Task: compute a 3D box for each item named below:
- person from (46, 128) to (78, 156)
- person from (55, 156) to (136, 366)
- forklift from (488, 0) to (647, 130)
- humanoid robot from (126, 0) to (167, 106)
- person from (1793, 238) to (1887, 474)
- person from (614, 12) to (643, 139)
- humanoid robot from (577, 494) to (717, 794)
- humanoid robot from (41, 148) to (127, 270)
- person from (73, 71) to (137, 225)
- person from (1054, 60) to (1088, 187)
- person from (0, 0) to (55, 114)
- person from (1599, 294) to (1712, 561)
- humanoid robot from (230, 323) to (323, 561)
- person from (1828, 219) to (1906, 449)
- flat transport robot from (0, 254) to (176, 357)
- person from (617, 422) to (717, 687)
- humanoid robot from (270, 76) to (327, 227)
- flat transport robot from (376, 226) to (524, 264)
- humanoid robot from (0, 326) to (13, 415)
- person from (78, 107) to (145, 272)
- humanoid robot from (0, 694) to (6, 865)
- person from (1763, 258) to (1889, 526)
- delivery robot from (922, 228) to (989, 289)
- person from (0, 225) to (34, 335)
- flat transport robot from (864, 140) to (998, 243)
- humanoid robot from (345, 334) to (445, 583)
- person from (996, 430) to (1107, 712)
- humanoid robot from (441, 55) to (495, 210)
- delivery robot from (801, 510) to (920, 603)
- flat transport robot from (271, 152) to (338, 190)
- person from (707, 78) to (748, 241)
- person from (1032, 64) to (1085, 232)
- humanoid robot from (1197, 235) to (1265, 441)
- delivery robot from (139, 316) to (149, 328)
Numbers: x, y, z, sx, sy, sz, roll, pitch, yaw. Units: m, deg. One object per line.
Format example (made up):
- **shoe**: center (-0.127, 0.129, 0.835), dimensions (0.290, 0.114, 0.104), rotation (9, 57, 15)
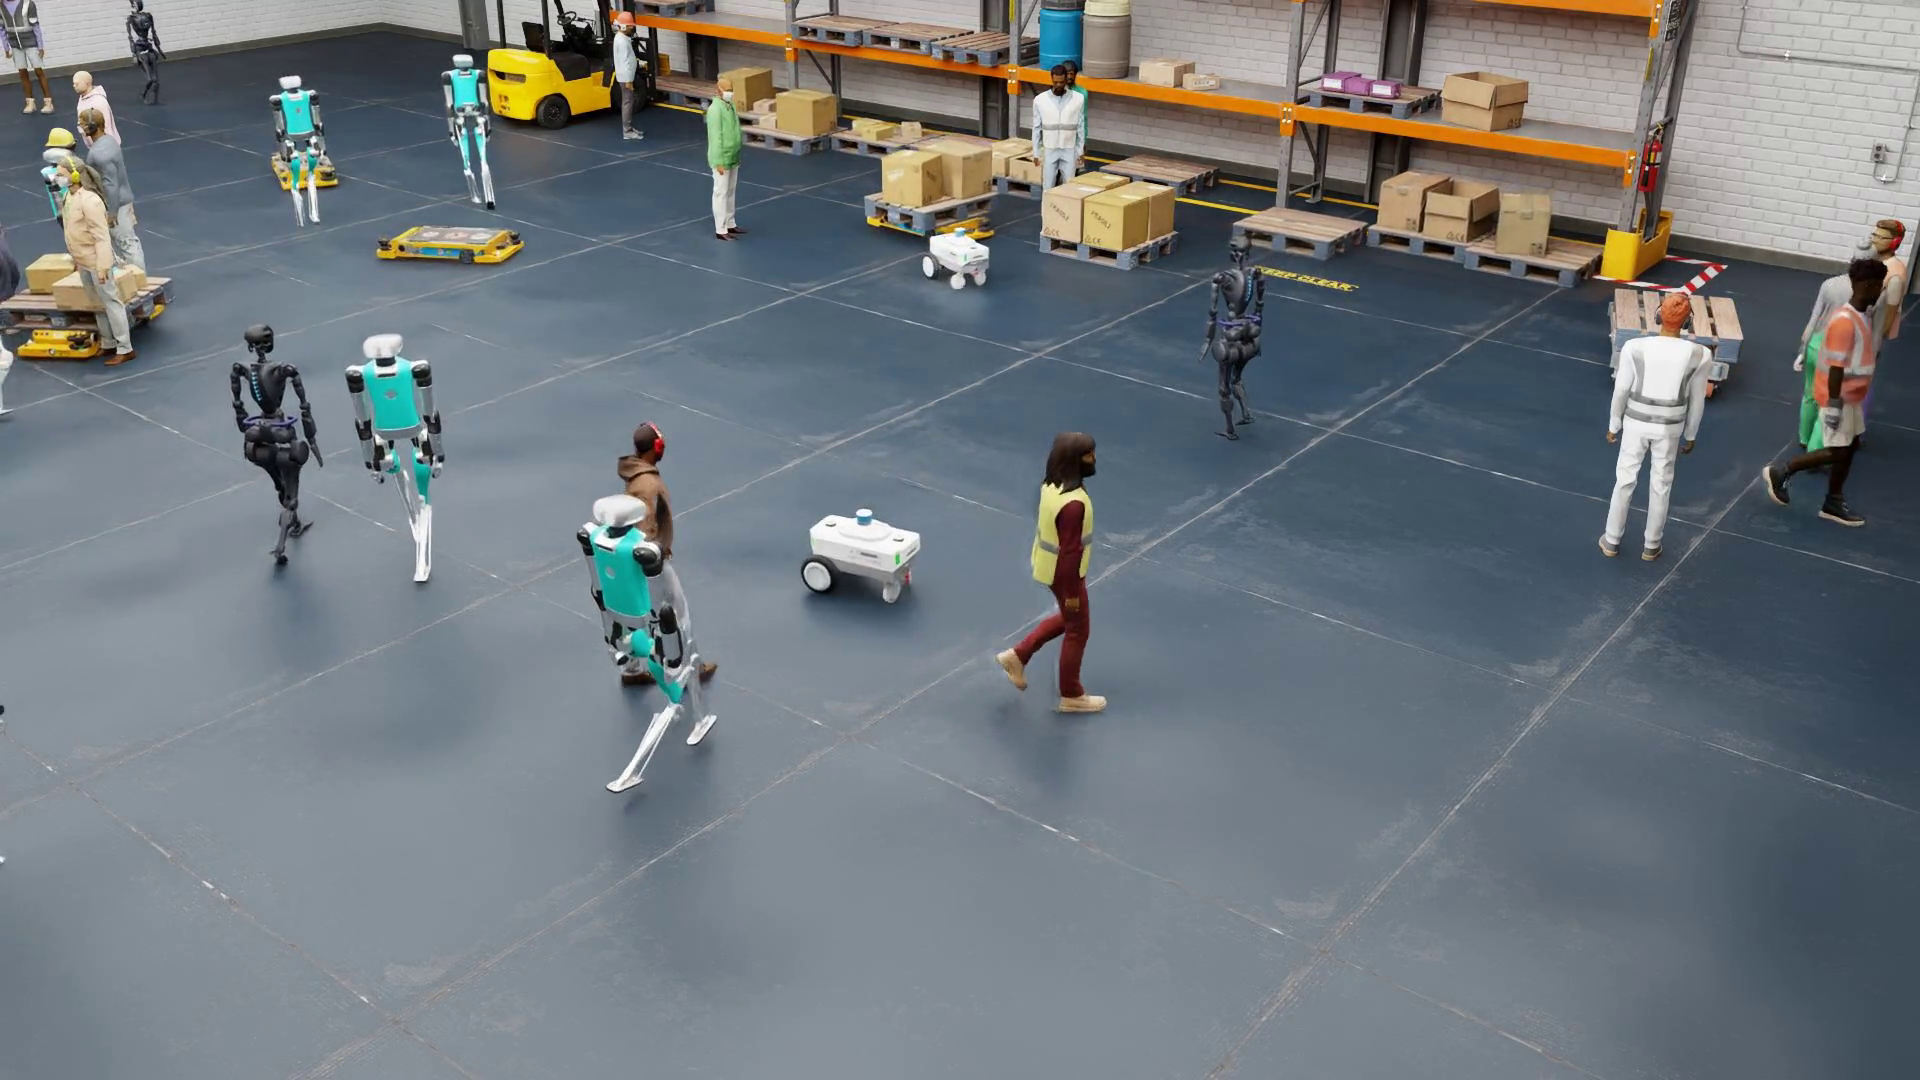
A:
- **person**: center (-8.691, -3.178, 16.430), dimensions (0.309, 1.768, 0.521), rotation (-6, 26, -13)
- **person**: center (-7.766, -2.512, 14.928), dimensions (0.553, 1.877, 0.412), rotation (19, 32, 34)
- **forklift**: center (-5.874, -7.334, 24.552), dimensions (1.214, 2.155, 2.313), rotation (19, 32, 34)
- **humanoid robot**: center (-12.476, -7.483, 25.453), dimensions (0.367, 1.646, 0.598), rotation (9, 27, 18)
- **person**: center (6.772, -1.433, 12.800), dimensions (0.562, 1.798, 0.824), rotation (20, 32, 35)
- **person**: center (-4.672, -6.541, 23.424), dimensions (0.350, 1.740, 0.573), rotation (-5, 26, -11)
- **humanoid robot**: center (-1.569, 0.482, 8.926), dimensions (0.530, 1.739, 1.066), rotation (16, 30, 30)
- **humanoid robot**: center (-8.126, -2.755, 15.705), dimensions (0.690, 1.889, 0.539), rotation (-7, 27, -14)
- **person**: center (-9.866, -4.506, 19.175), dimensions (0.526, 1.775, 0.408), rotation (19, 32, 34)
- **person**: center (1.241, -4.644, 19.372), dimensions (0.508, 1.848, 0.381), rotation (-5, 26, -10)
- **person**: center (-14.038, -7.413, 24.905), dimensions (0.598, 2.036, 0.401), rotation (-3, 26, -6)
- **person**: center (4.699, -0.755, 11.280), dimensions (0.580, 1.882, 0.352), rotation (9, 27, 17)
- **humanoid robot**: center (-4.718, -0.678, 11.404), dimensions (0.584, 1.638, 0.750), rotation (3, 26, 6)
- **person**: center (7.149, -1.622, 13.111), dimensions (0.383, 1.849, 0.569), rotation (3, 26, 6)
- **flat transport robot**: center (-8.256, -2.052, 15.820), dimensions (0.659, 0.231, 1.431), rotation (2, 26, 4)
- **person**: center (-1.776, 0.107, 9.802), dimensions (0.646, 1.604, 0.514), rotation (-12, 28, -23)
- **humanoid robot**: center (-7.610, -4.428, 19.175), dimensions (0.544, 1.875, 0.766), rotation (-16, 30, -30)
- **flat transport robot**: center (-5.605, -3.247, 18.295), dimensions (1.431, 0.231, 0.659), rotation (4, 26, 8)
- **humanoid robot**: center (-8.151, -1.772, 13.531), dimensions (0.889, 1.746, 0.556), rotation (-9, 27, -17)
- **person**: center (-8.401, -3.315, 16.518), dimensions (0.378, 1.940, 0.627), rotation (-9, 27, -18)
- **humanoid robot**: center (-5.002, 0.909, 8.071), dimensions (0.789, 1.824, 0.545), rotation (10, 28, 20)
- **person**: center (6.258, -1.038, 11.806), dimensions (0.640, 1.927, 0.643), rotation (22, 33, 37)
- **delivery robot**: center (-0.022, -2.965, 17.383), dimensions (0.500, 0.596, 0.767), rotation (-16, 30, -30)
- **person**: center (-9.115, -2.783, 15.551), dimensions (0.488, 1.832, 0.852), rotation (-6, 26, -12)
- **flat transport robot**: center (-0.340, -3.656, 19.143), dimensions (1.431, 0.231, 0.659), rotation (23, 34, 39)
- **humanoid robot**: center (-3.759, -0.650, 11.296), dimensions (0.537, 1.750, 1.042), rotation (-6, 26, -12)
- **person**: center (0.551, 0.193, 9.466), dimensions (0.557, 1.753, 0.471), rotation (-1, 26, -2)
- **humanoid robot**: center (-5.812, -4.840, 19.988), dimensions (0.547, 1.850, 0.852), rotation (-14, 29, -26)
- **delivery robot**: center (-0.655, 0.084, 11.071), dimensions (0.769, 0.598, 0.499), rotation (12, 28, 24)
- **flat transport robot**: center (-8.474, -4.780, 21.470), dimensions (0.659, 0.231, 1.431), rotation (-12, 28, -23)
- **person**: center (-2.631, -4.284, 18.705), dimensions (0.388, 1.782, 0.538), rotation (8, 27, 16)
- **person**: center (1.110, -4.420, 18.844), dimensions (0.598, 1.909, 0.400), rotation (-2, 26, -4)
- **humanoid robot**: center (2.195, -1.606, 13.285), dimensions (0.590, 1.644, 0.351), rotation (-15, 30, -29)
- **delivery robot**: center (-8.201, -2.306, 16.024), dimensions (0.499, 0.601, 0.803), rotation (-21, 33, -36)
